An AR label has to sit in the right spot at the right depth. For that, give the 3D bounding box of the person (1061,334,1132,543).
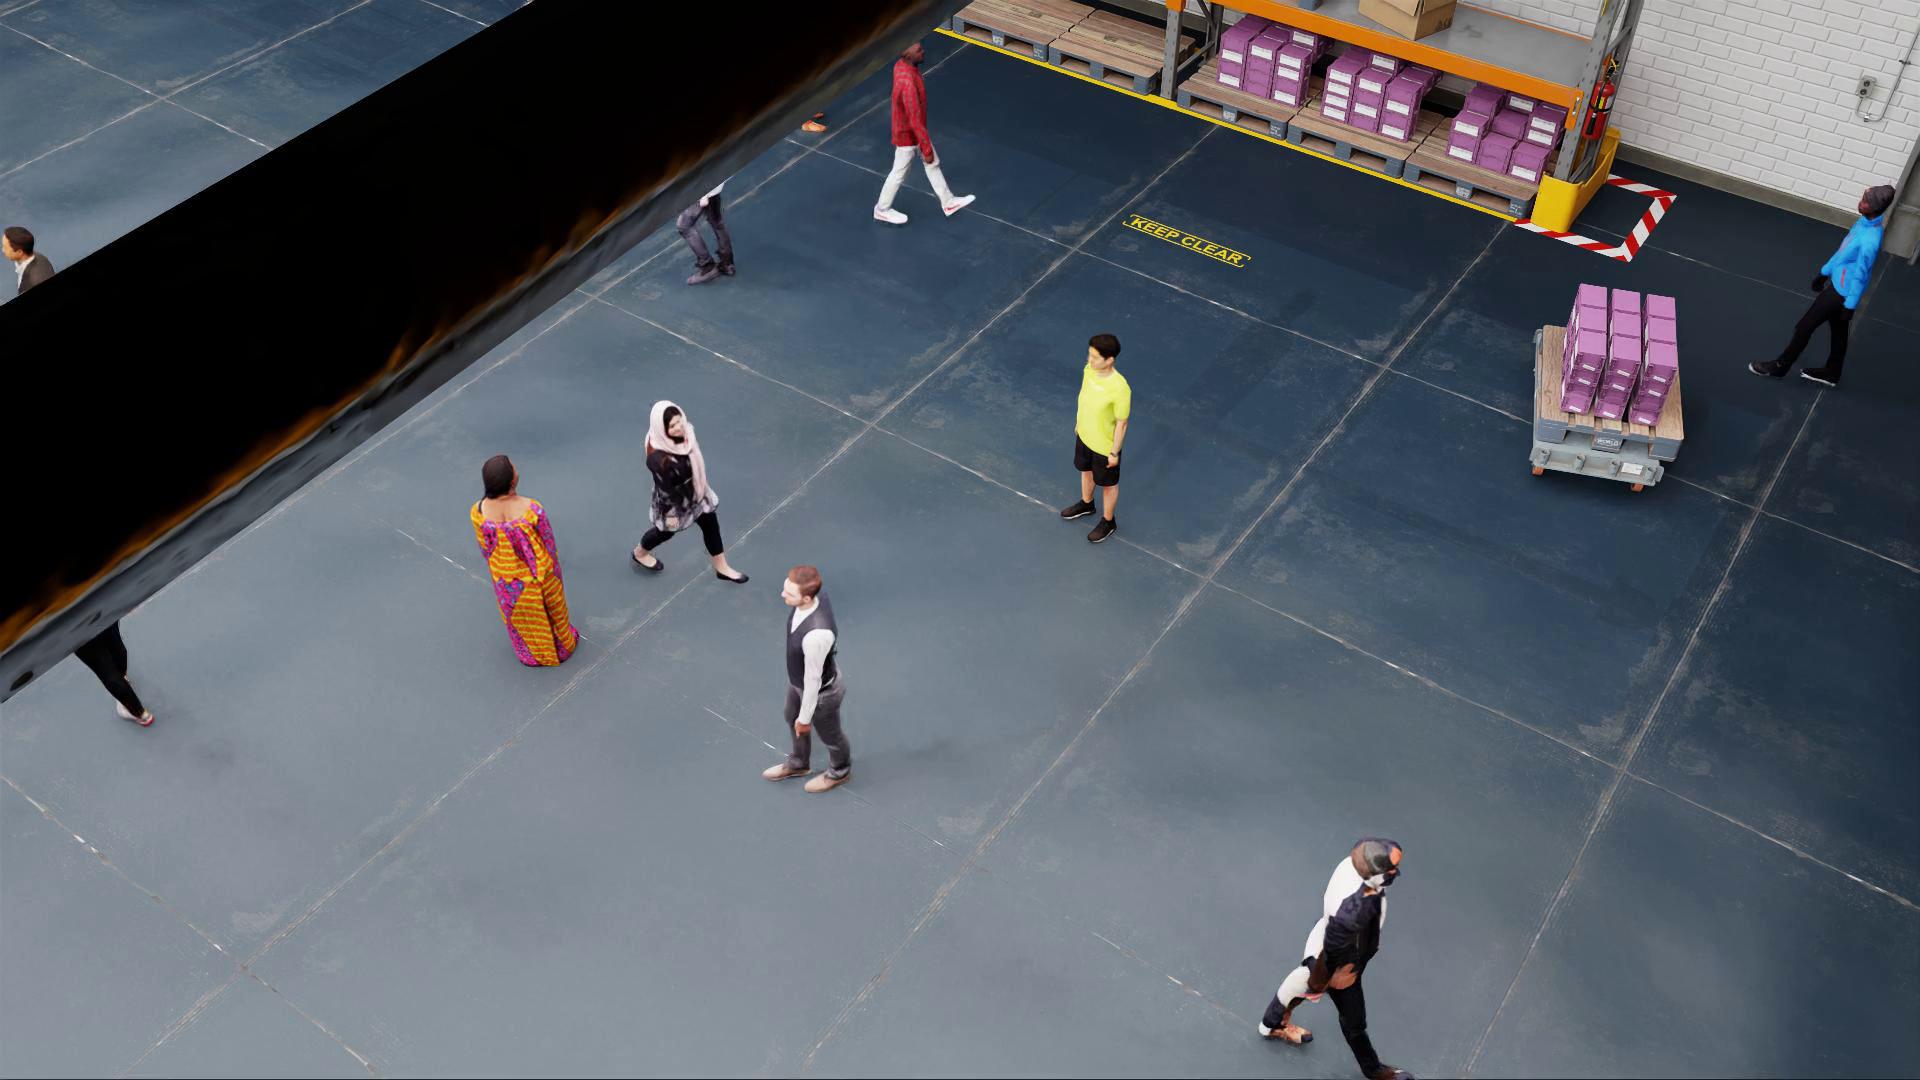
[{"bbox_3d":[0.986,-0.751,11.674,0.744,1.709,0.591,-26,49,-25],"label":"person"}]

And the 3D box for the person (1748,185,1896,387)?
[{"bbox_3d":[6.933,-1.914,12.852,1.003,1.767,0.787,14,45,14],"label":"person"}]

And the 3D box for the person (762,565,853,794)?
[{"bbox_3d":[-0.775,0.821,9.863,0.962,1.930,0.904,-11,45,-11],"label":"person"}]

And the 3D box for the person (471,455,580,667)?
[{"bbox_3d":[-2.840,0.119,10.774,0.764,1.690,0.836,-1,44,-1],"label":"person"}]

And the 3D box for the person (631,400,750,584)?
[{"bbox_3d":[-1.993,-0.304,11.288,1.170,1.594,0.853,10,45,10],"label":"person"}]

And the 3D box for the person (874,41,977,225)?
[{"bbox_3d":[-0.526,-3.546,14.557,1.276,1.779,1.124,0,44,0],"label":"person"}]

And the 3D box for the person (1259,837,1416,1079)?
[{"bbox_3d":[1.856,2.114,8.561,1.171,1.854,0.910,14,45,14],"label":"person"}]

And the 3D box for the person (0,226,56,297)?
[{"bbox_3d":[-6.687,-1.596,12.519,1.130,1.766,1.212,-17,46,-17],"label":"person"}]
